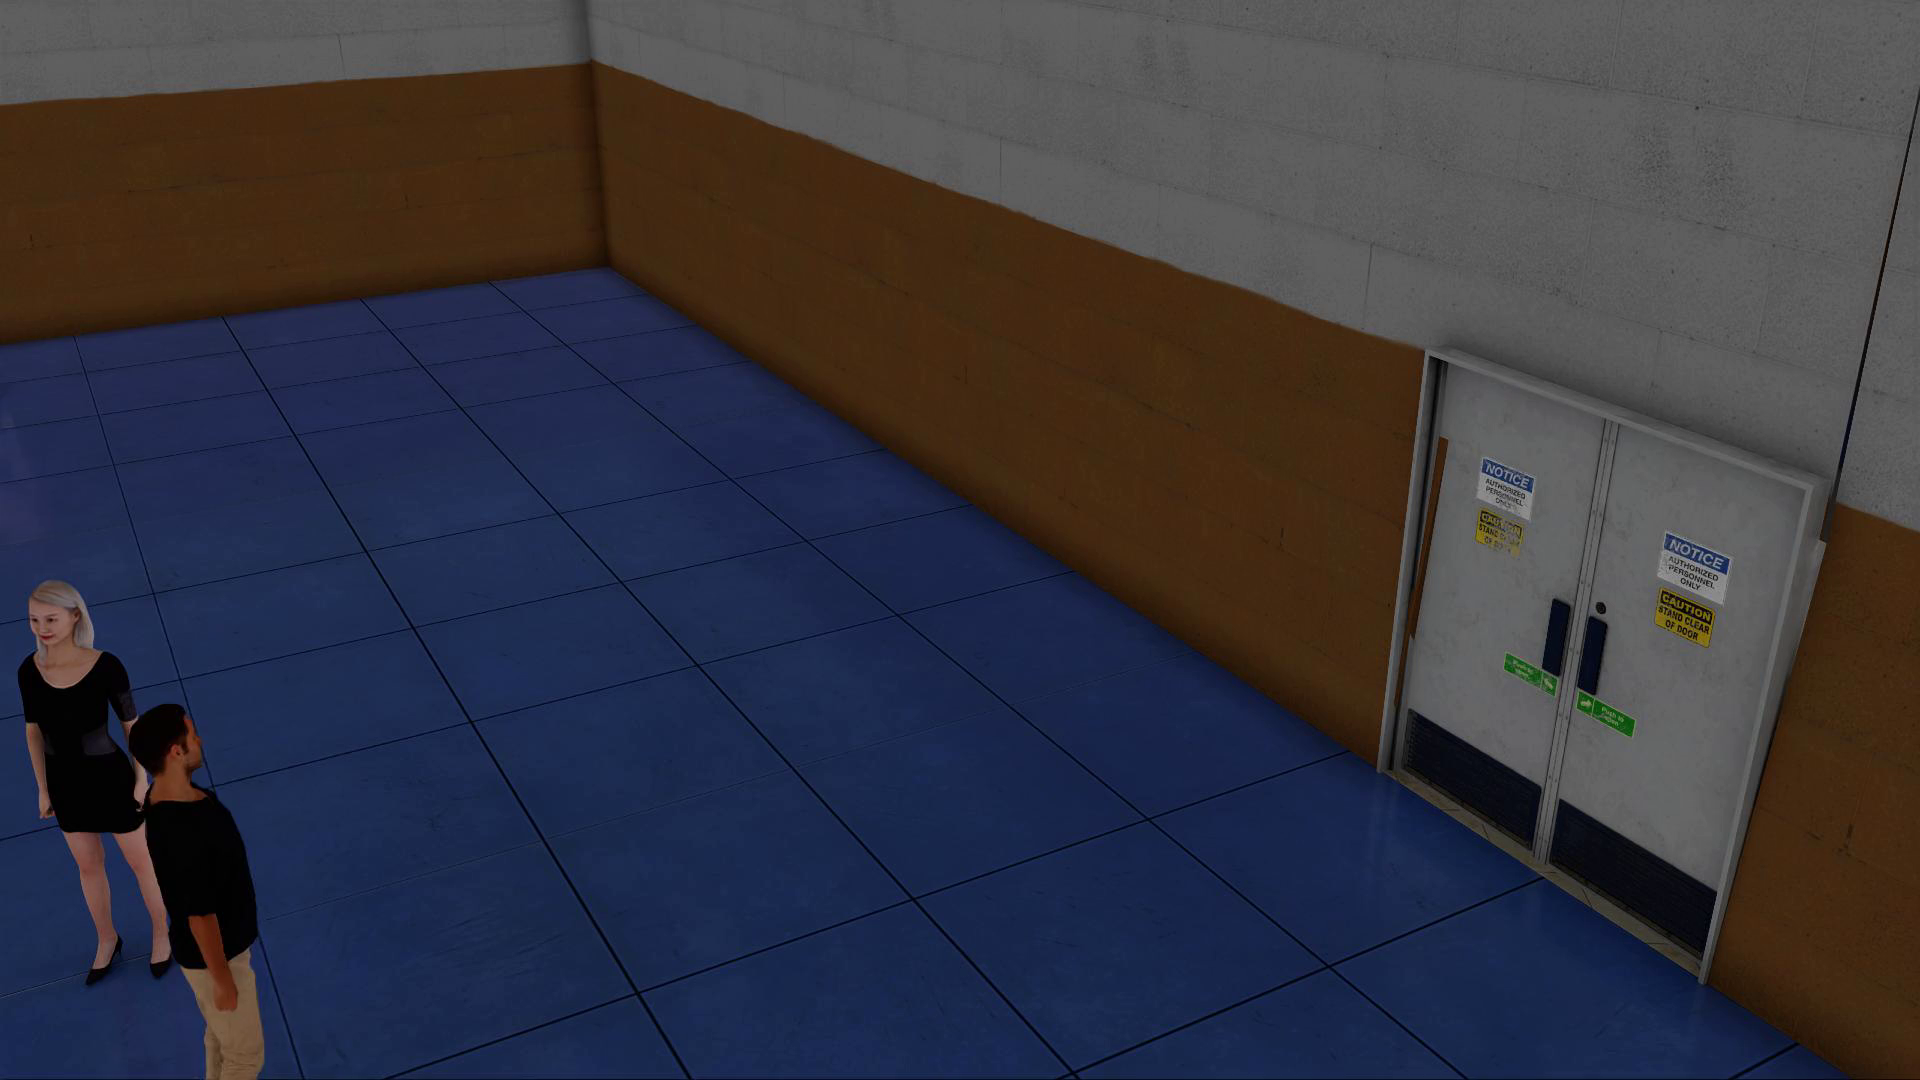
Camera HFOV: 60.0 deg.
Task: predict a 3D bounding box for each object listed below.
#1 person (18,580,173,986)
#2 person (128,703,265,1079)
[{"bbox_3d":[-3.580,1.012,6.886,0.572,1.829,0.718,-3,24,-6],"label":"person"},{"bbox_3d":[-2.633,1.449,5.835,0.513,1.845,0.796,-7,25,-16],"label":"person"}]
